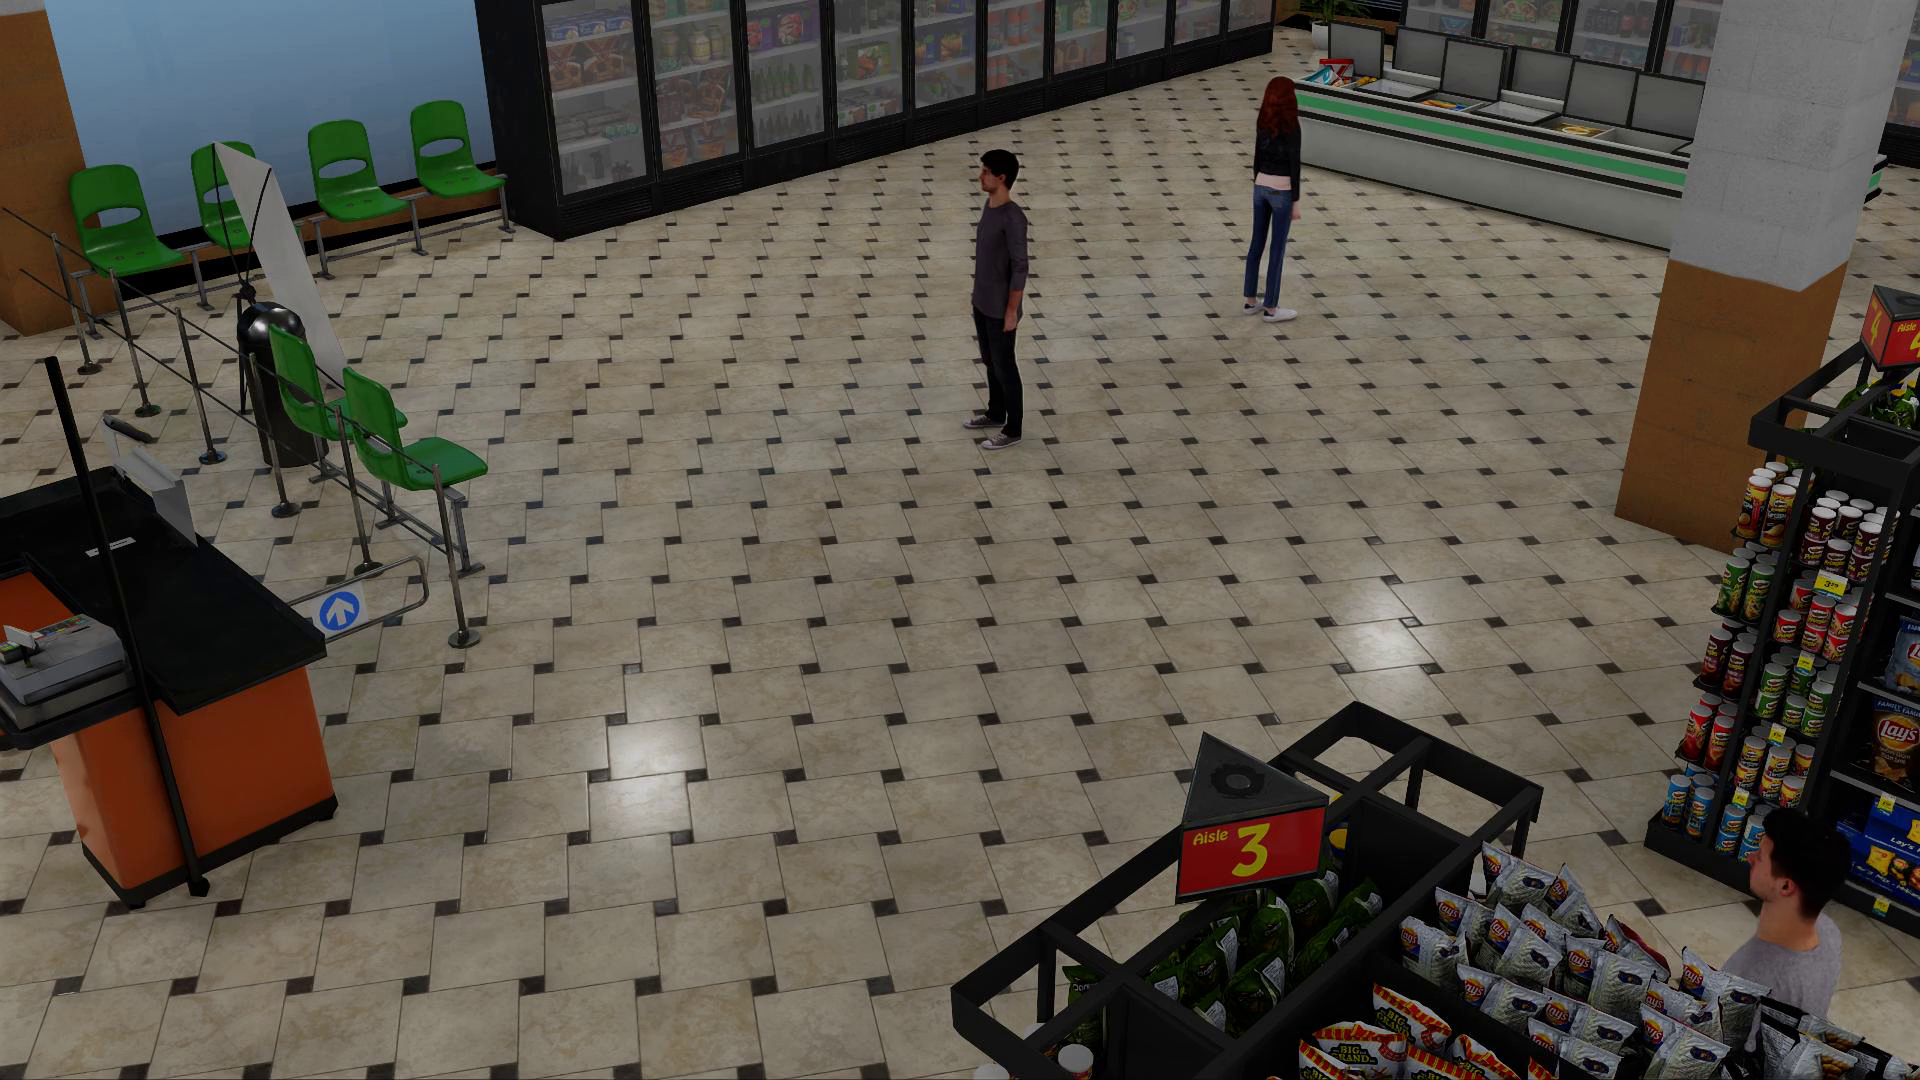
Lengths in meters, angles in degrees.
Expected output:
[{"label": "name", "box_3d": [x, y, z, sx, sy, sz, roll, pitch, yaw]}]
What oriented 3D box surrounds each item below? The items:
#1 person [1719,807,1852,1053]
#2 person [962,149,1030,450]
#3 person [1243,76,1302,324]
[{"label": "person", "box_3d": [2.221, 1.630, 4.533, 1.201, 1.844, 0.825, 19, 34, 31]}, {"label": "person", "box_3d": [0.240, -1.481, 10.222, 0.809, 1.852, 0.644, -10, 30, -17]}, {"label": "person", "box_3d": [2.284, -2.479, 12.119, 0.676, 1.786, 0.540, -17, 33, -29]}]
